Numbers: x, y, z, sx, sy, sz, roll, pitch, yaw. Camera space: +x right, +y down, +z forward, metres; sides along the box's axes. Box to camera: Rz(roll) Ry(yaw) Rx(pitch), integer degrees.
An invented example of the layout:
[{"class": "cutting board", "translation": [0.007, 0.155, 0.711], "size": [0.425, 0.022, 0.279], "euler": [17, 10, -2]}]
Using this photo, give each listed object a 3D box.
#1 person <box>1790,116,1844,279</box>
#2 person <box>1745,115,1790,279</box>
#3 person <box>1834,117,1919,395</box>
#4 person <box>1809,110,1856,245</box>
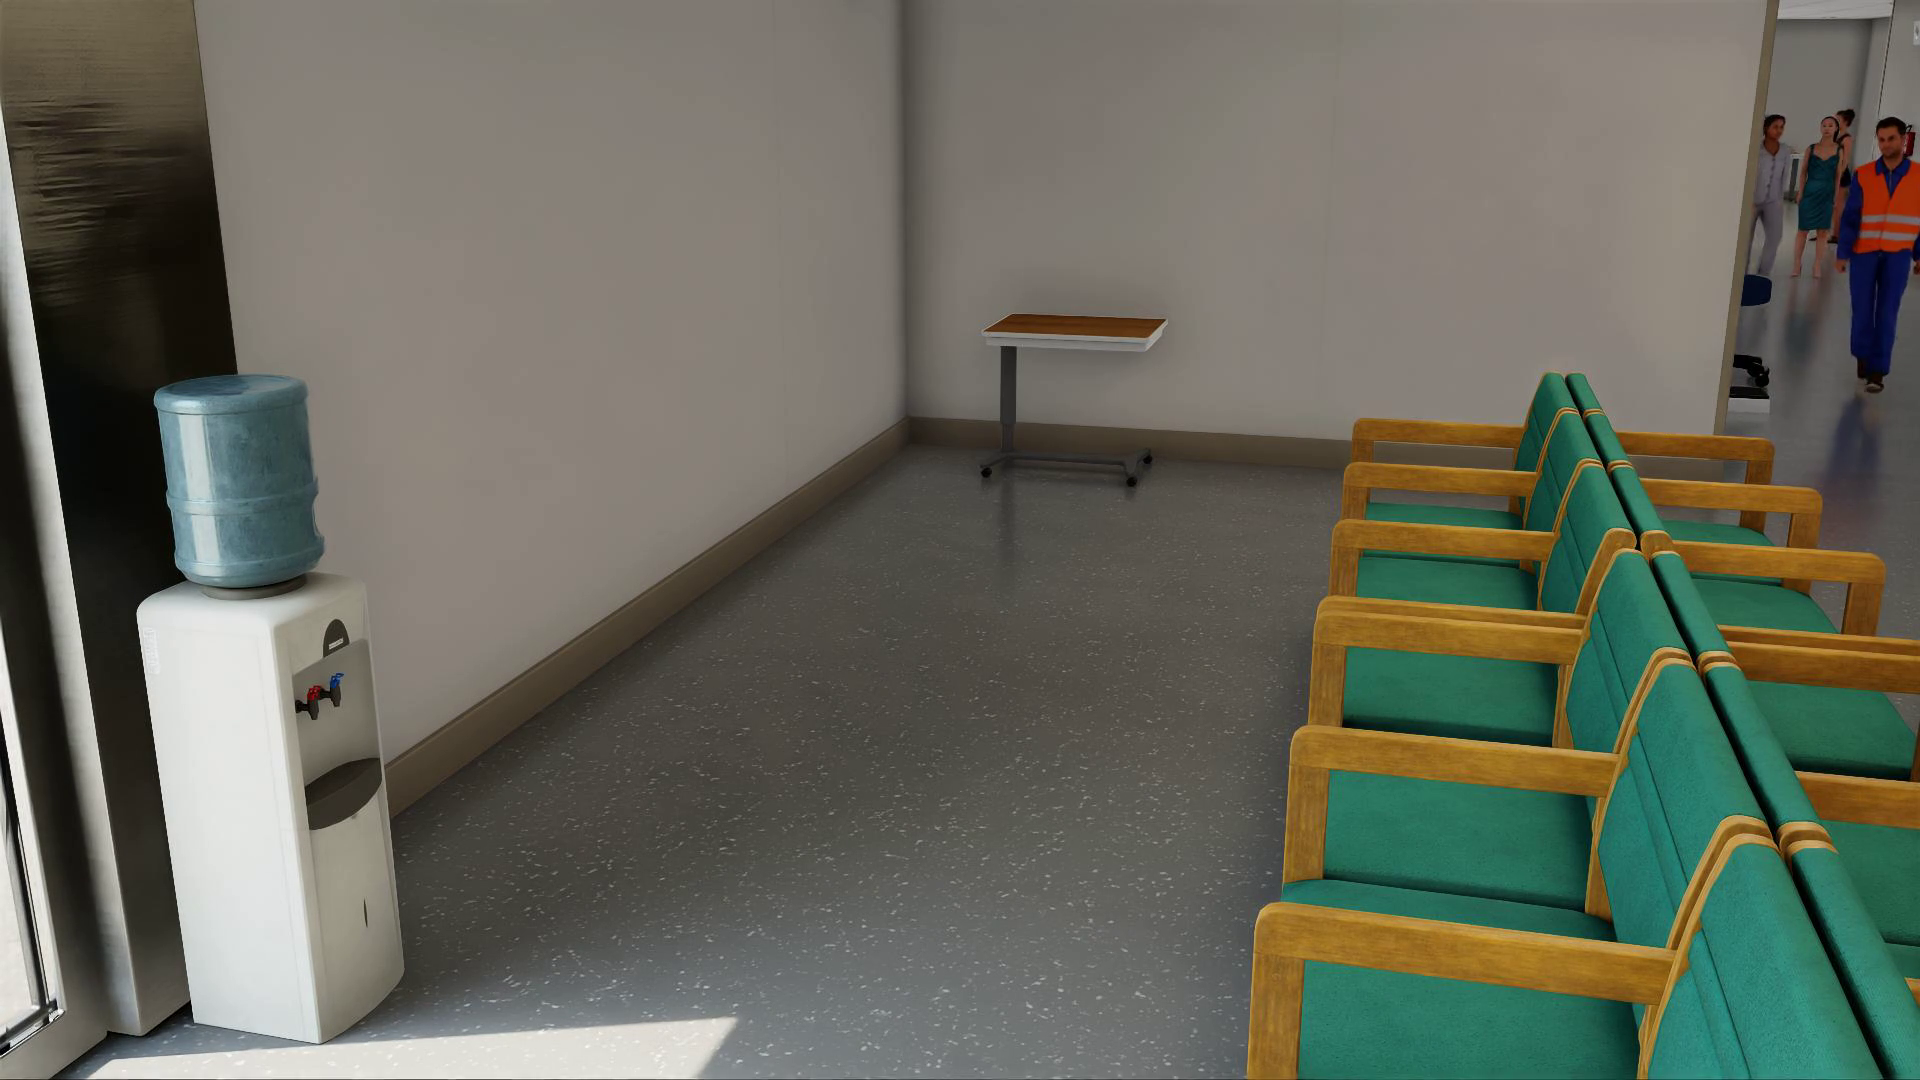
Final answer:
[{"class": "person", "translation": [9.138, -3.645, 17.711], "size": [0.489, 1.685, 0.653], "euler": [8, 18, 26]}, {"class": "person", "translation": [8.092, -3.430, 16.900], "size": [0.696, 1.713, 0.746], "euler": [2, 16, 7]}, {"class": "person", "translation": [6.277, -1.918, 11.365], "size": [1.254, 1.806, 0.947], "euler": [7, 17, 24]}, {"class": "person", "translation": [11.227, -4.651, 21.304], "size": [0.639, 1.672, 0.633], "euler": [0, 16, 0]}]
